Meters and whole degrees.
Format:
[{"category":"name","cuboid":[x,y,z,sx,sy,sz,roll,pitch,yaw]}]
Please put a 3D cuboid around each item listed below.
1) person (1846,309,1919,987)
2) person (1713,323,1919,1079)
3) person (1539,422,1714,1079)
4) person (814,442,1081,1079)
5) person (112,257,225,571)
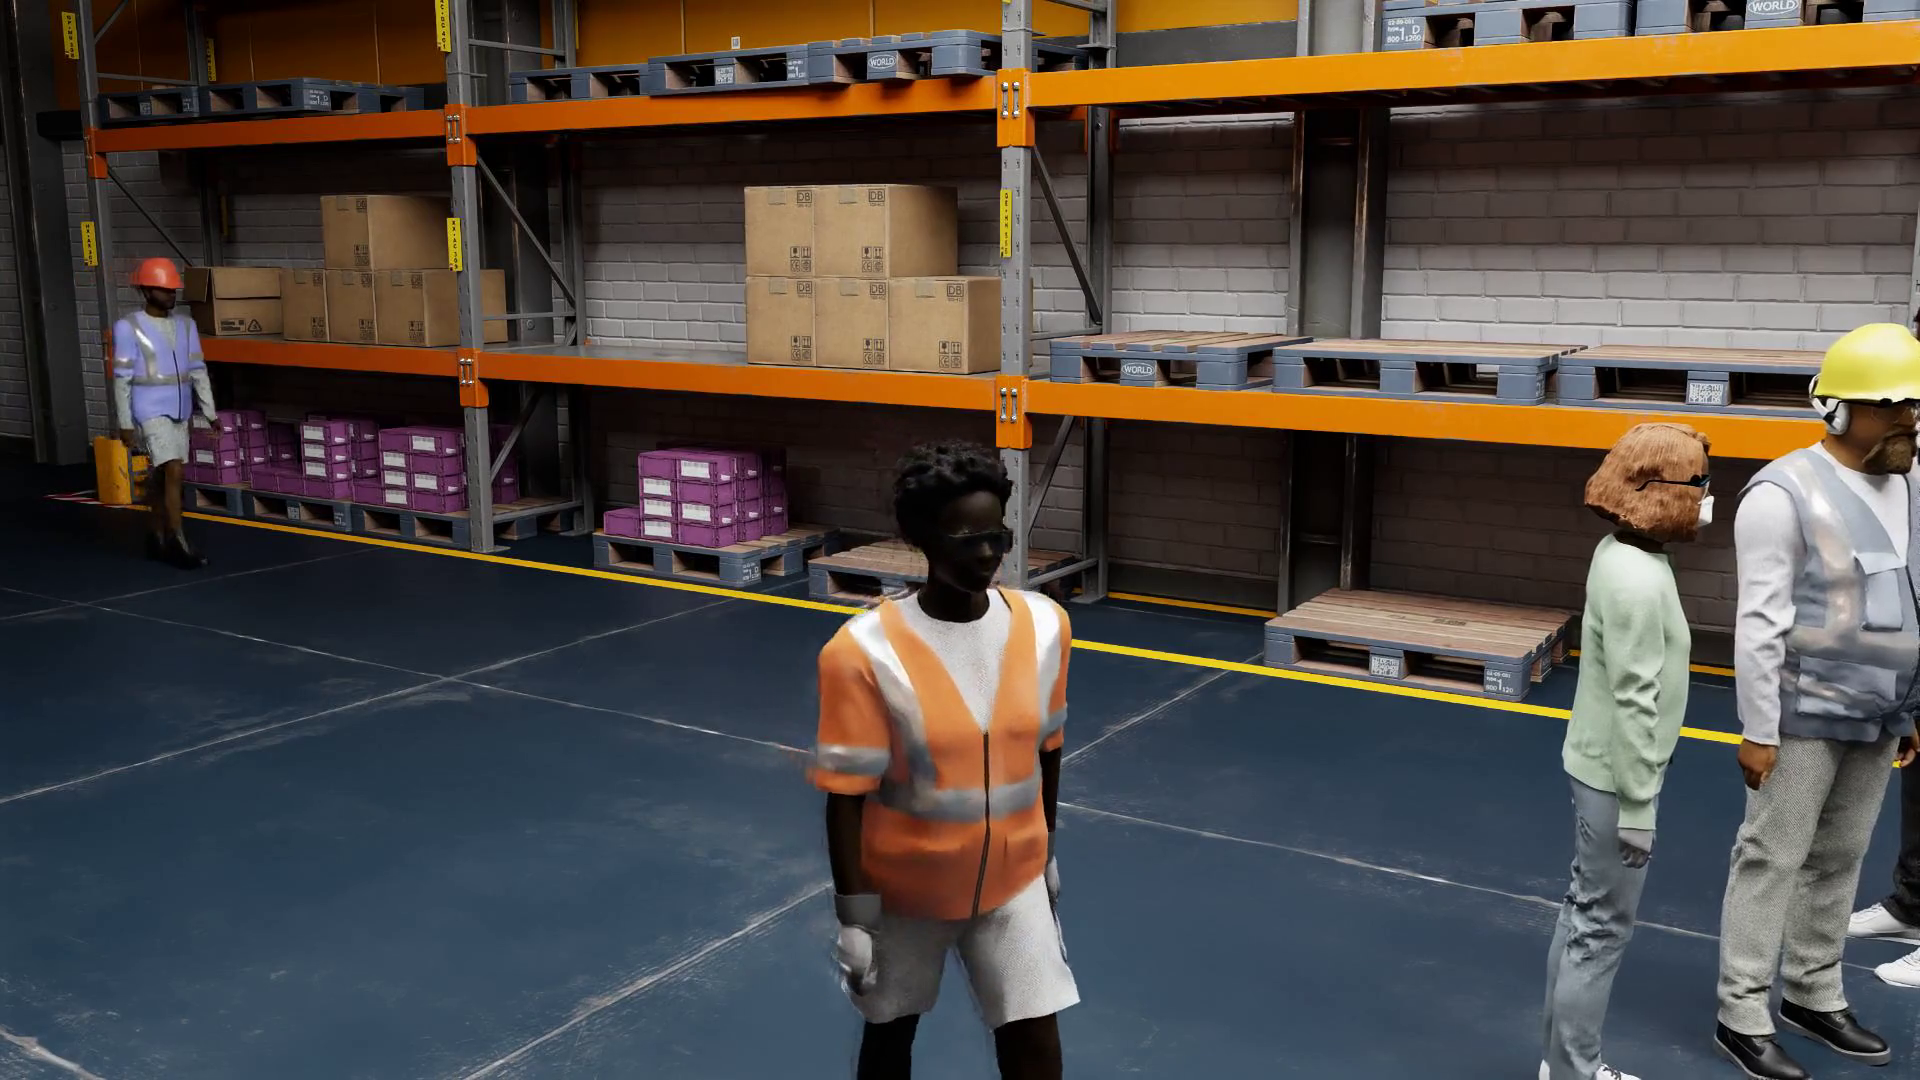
[{"category":"person","cuboid":[2.710,0.265,4.523,0.393,1.913,0.586,1,10,7]},{"category":"person","cuboid":[2.105,0.399,3.993,0.595,1.831,0.403,-5,11,-25]},{"category":"person","cuboid":[1.491,0.546,3.730,0.269,1.632,0.505,3,11,17]},{"category":"person","cuboid":[0.017,0.656,3.045,0.551,1.648,0.869,-5,11,-25]},{"category":"person","cuboid":[-4.833,-0.775,10.271,0.792,1.905,0.551,4,11,21]}]
